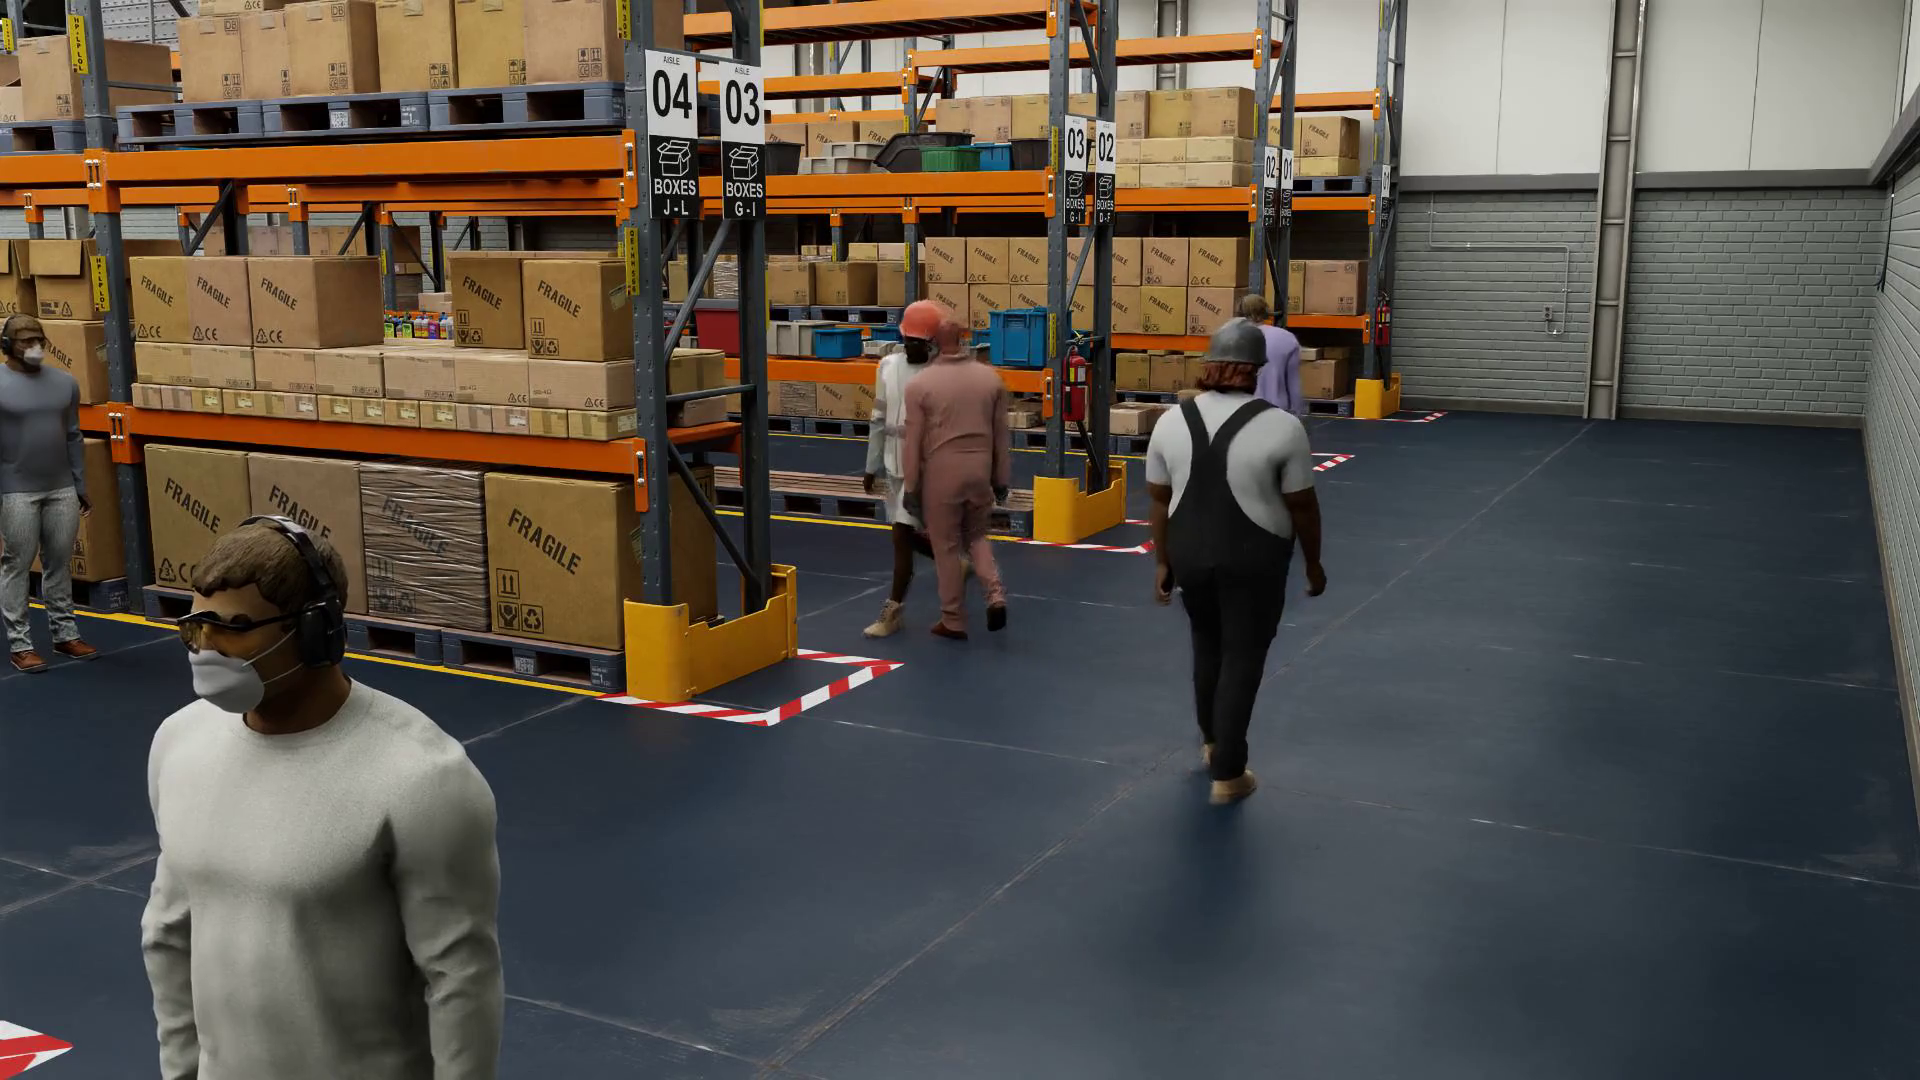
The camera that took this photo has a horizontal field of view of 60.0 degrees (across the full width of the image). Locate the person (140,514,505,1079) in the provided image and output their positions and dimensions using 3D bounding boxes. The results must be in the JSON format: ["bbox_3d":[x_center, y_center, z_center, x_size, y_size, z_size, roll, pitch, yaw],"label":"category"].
[{"bbox_3d":[-1.014,0.915,2.631,0.636,1.939,0.362,4,11,20],"label":"person"}]

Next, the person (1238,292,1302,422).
[{"bbox_3d":[2.298,-0.939,12.824,0.650,1.913,0.470,-2,11,-9],"label":"person"}]

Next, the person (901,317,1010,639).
[{"bbox_3d":[-0.026,-0.345,9.662,0.653,1.880,0.450,-7,12,-33],"label":"person"}]

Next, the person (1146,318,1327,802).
[{"bbox_3d":[1.232,0.045,7.099,0.695,2.000,0.822,8,13,35],"label":"person"}]

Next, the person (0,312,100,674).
[{"bbox_3d":[-5.028,-0.262,9.053,0.372,1.940,0.632,5,12,27],"label":"person"}]

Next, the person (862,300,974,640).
[{"bbox_3d":[-0.211,-0.434,9.868,0.670,1.988,0.907,9,14,41],"label":"person"}]
